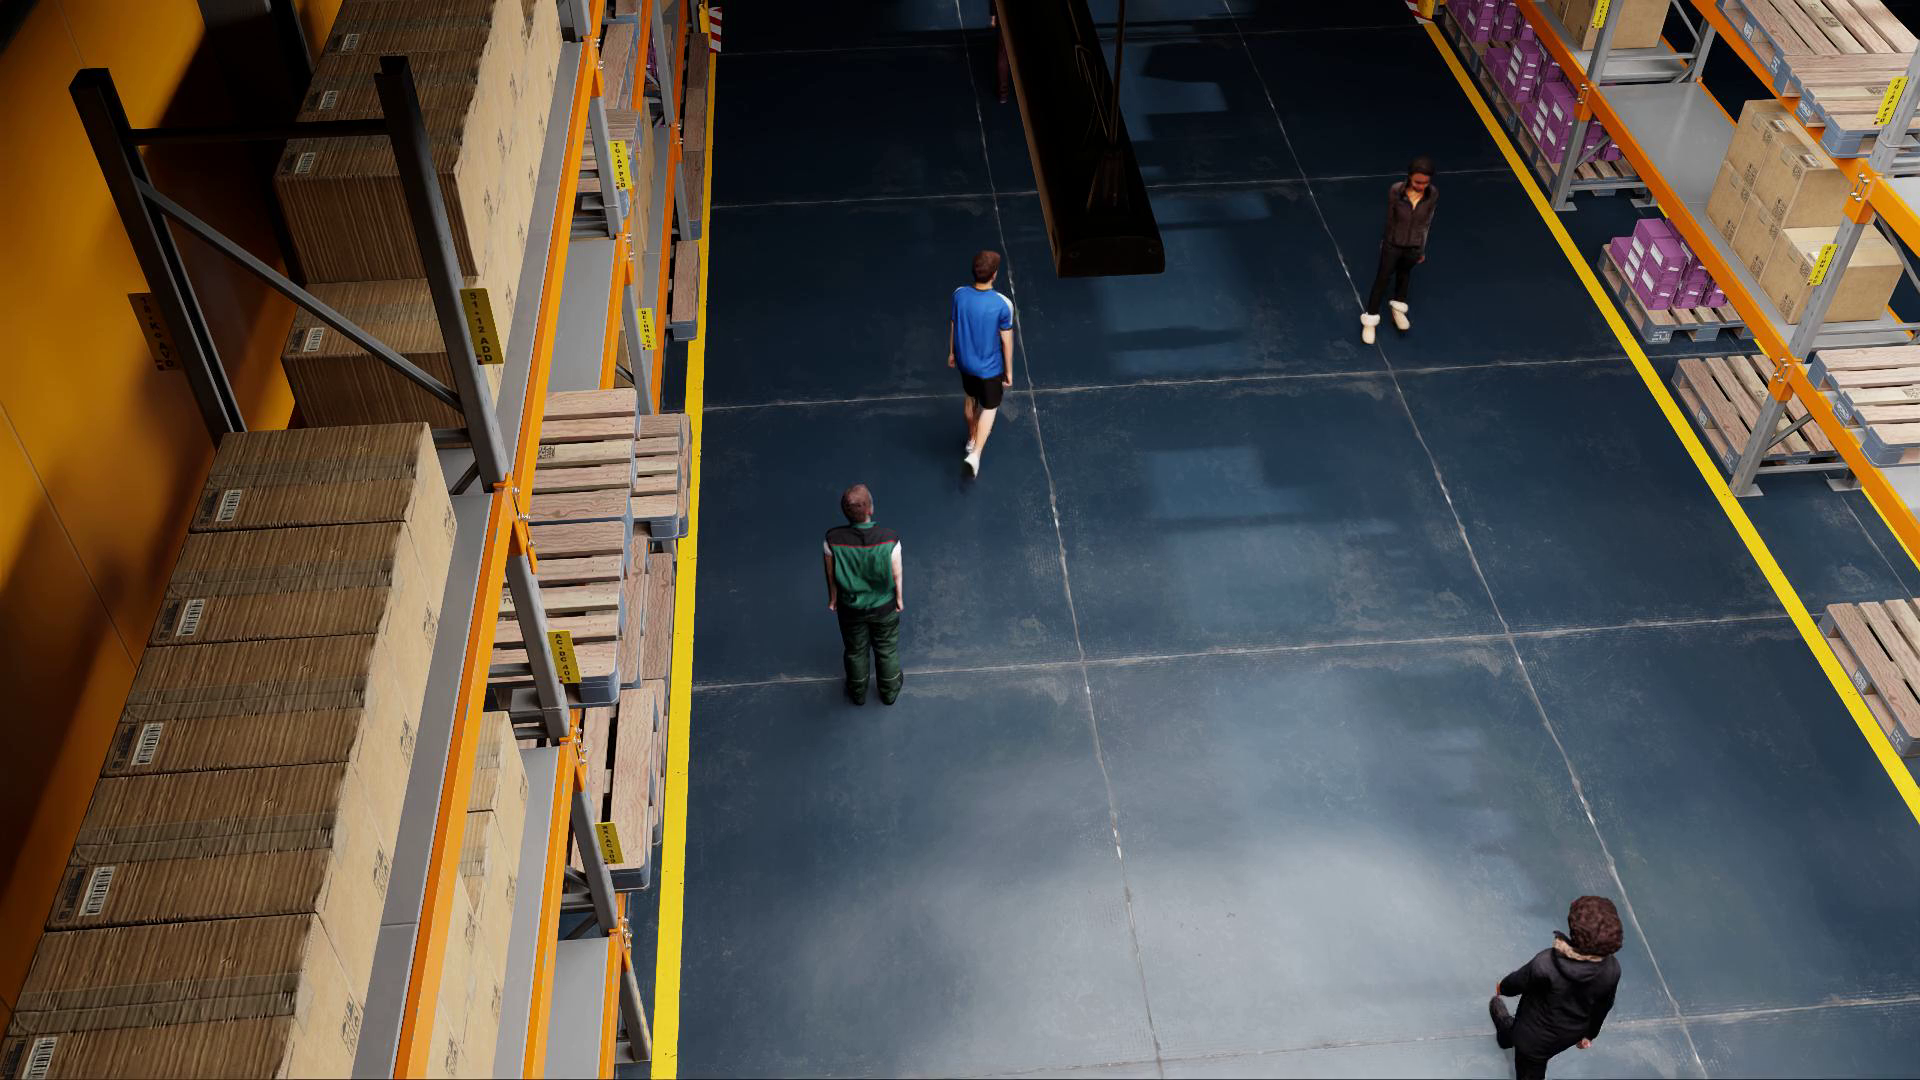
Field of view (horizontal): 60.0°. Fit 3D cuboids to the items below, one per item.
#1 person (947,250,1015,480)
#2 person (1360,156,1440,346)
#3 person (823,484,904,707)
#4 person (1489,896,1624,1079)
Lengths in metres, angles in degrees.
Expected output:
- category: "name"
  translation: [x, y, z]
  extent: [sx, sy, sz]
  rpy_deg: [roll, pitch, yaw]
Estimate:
- category: "person"
  translation: [0.117, -1.256, 12.298]
  extent: [0.989, 1.838, 1.162]
  rpy_deg: [13, 45, 13]
- category: "person"
  translation: [3.633, -2.330, 13.559]
  extent: [0.811, 1.653, 0.687]
  rpy_deg: [-3, 44, -3]
- category: "person"
  translation: [-0.595, 0.363, 10.596]
  extent: [0.649, 1.841, 0.582]
  rpy_deg: [-1, 44, -1]
- category: "person"
  translation: [3.016, 2.522, 8.414]
  extent: [0.617, 1.725, 1.119]
  rpy_deg: [-4, 44, -4]
